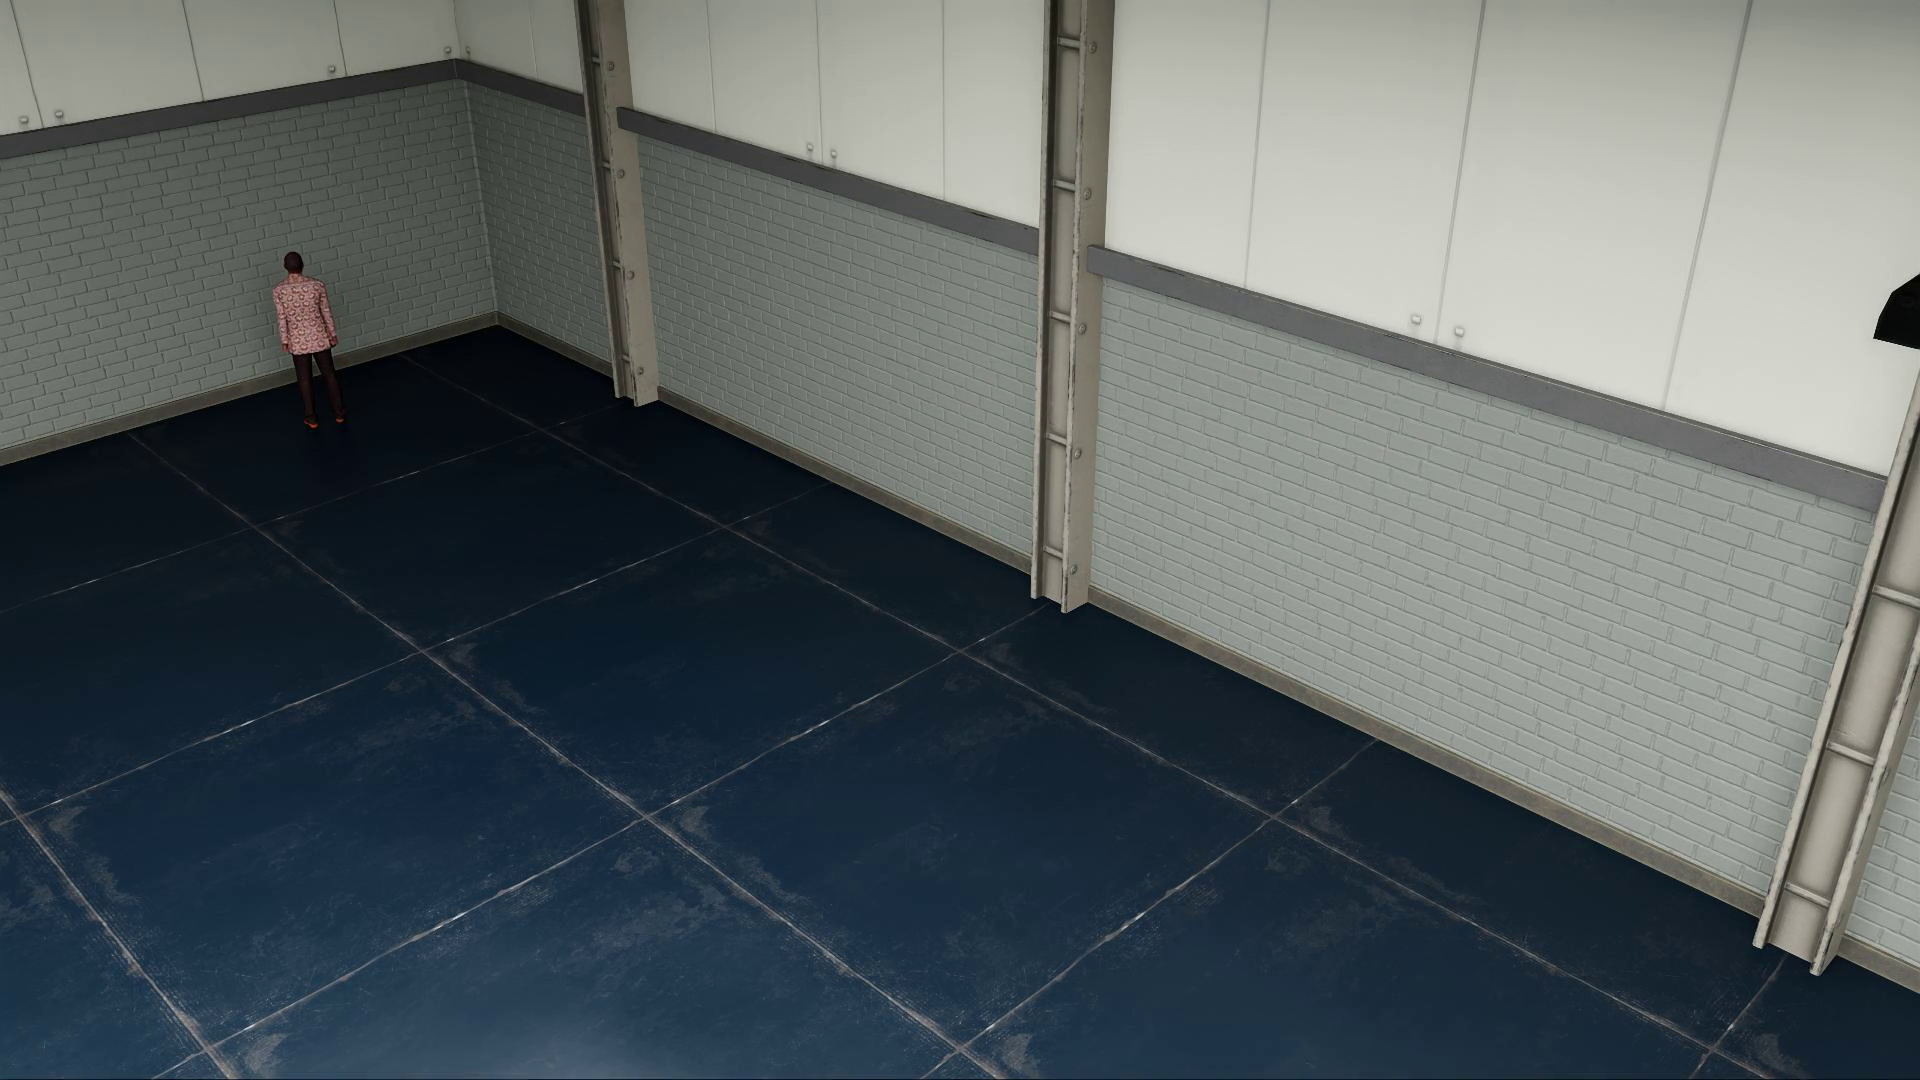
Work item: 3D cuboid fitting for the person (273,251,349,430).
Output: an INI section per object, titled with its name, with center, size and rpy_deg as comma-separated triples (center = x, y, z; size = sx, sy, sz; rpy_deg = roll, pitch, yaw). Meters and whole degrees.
[person]
center = -6.489, -1.997, 16.581
size = 0.761, 1.808, 0.713
rpy_deg = -13, 31, -22
